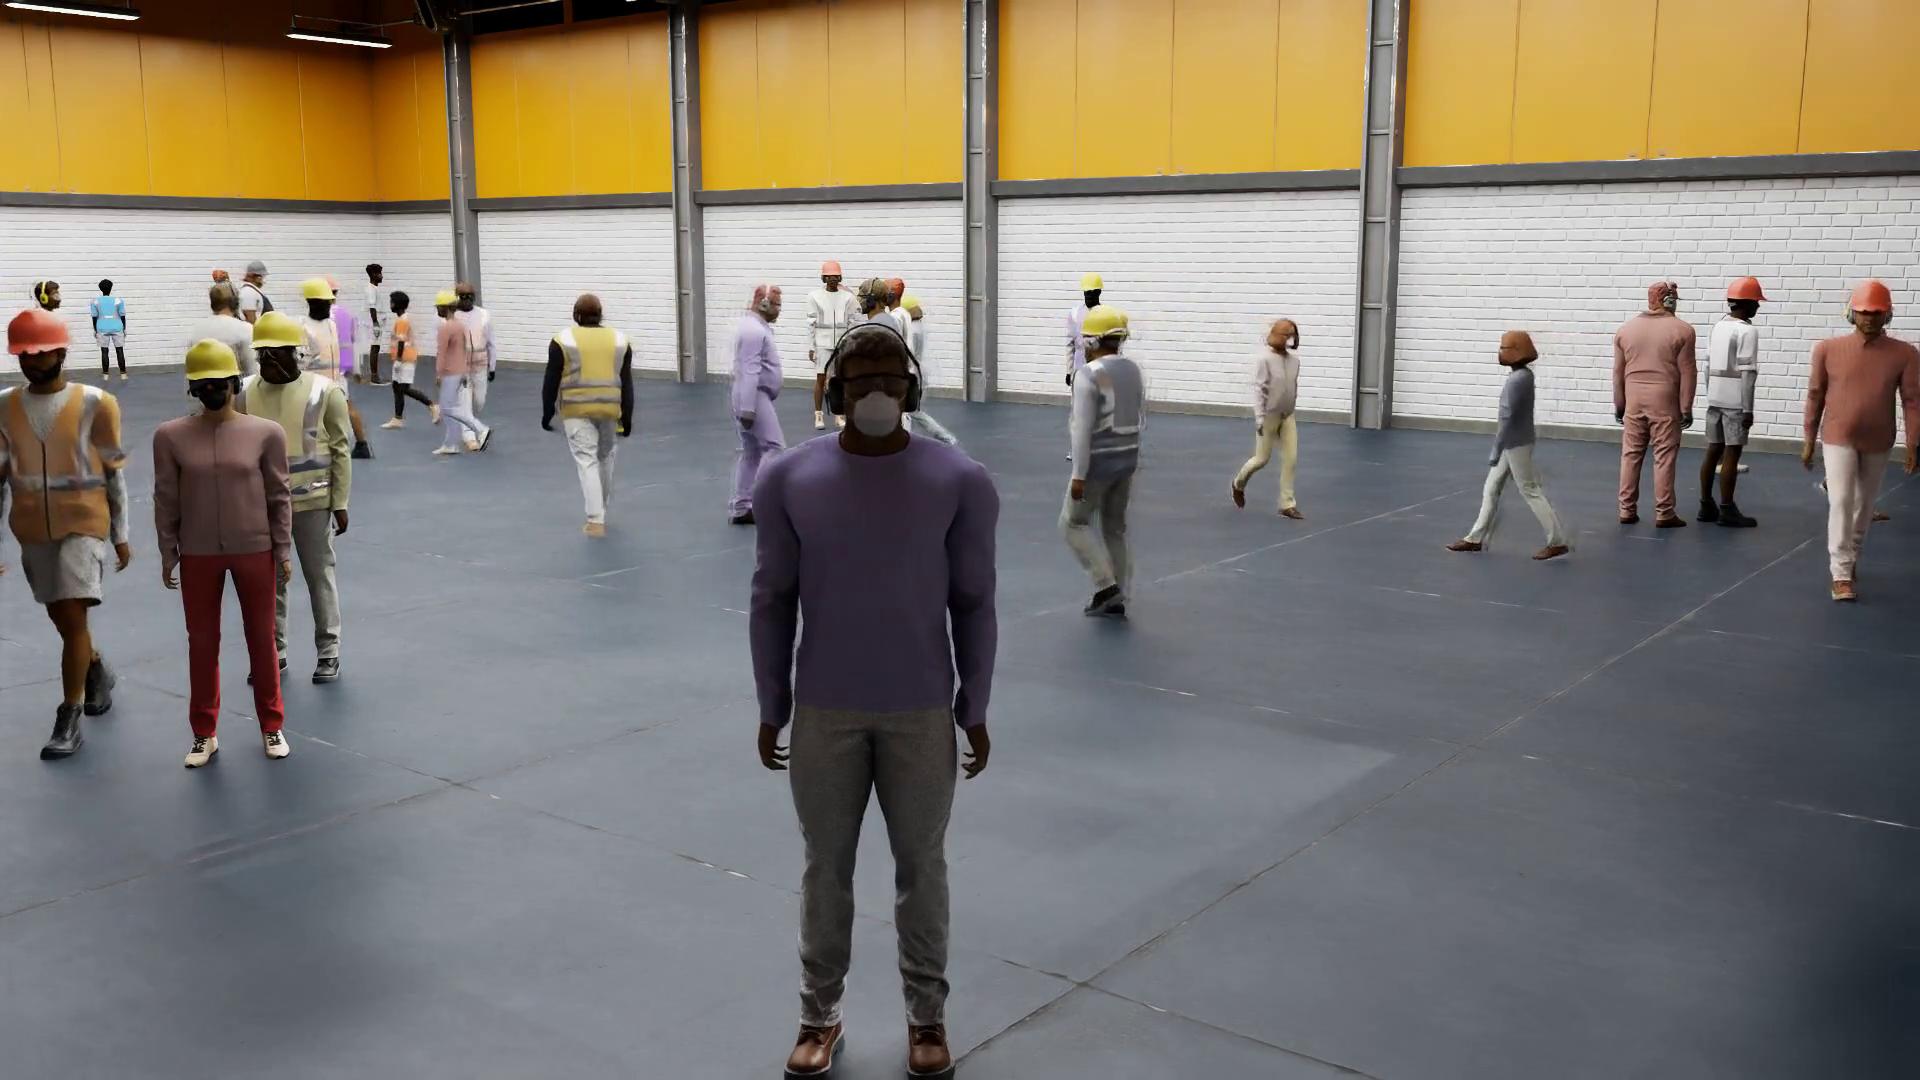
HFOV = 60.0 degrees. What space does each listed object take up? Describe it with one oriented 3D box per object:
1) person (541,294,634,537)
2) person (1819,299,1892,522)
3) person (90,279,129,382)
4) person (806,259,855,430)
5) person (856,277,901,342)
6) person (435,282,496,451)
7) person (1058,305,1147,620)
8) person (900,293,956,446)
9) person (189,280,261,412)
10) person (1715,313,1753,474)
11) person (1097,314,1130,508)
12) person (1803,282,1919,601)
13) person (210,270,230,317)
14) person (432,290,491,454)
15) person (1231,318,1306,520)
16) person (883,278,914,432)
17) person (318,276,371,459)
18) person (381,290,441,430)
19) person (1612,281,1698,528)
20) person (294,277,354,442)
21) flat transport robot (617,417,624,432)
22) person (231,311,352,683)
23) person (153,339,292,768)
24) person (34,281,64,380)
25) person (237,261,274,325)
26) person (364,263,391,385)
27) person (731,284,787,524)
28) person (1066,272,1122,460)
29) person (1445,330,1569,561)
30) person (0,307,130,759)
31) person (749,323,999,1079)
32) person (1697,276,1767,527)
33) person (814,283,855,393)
[{"bbox_3d":[-2.862,-0.960,12.703,0.648,1.799,0.927,-6,11,-32],"label":"person"},{"bbox_3d":[7.132,-1.060,13.143,0.541,1.837,0.474,-8,13,-40],"label":"person"},{"bbox_3d":[-14.133,-3.477,27.647,0.532,1.697,0.319,-5,11,-25],"label":"person"},{"bbox_3d":[-1.545,-2.353,20.092,0.605,2.045,0.380,-4,10,-20],"label":"person"},{"bbox_3d":[-0.631,-0.994,12.487,0.372,1.940,0.632,2,10,12],"label":"person"},{"bbox_3d":[-5.392,-1.902,18.149,0.636,1.813,0.805,-6,12,-33],"label":"person"},{"bbox_3d":[0.823,-0.431,9.561,0.418,1.816,0.616,9,13,43],"label":"person"},{"bbox_3d":[-0.379,-1.645,16.900,0.626,1.719,0.496,0,10,1],"label":"person"},{"bbox_3d":[-5.553,-0.989,12.538,0.635,1.920,0.833,5,11,28],"label":"person"},{"bbox_3d":[7.474,-1.551,16.046,0.501,1.839,0.342,-8,13,-39],"label":"person"},{"bbox_3d":[1.244,-1.051,13.718,0.377,1.624,0.539,2,10,10],"label":"person"},{"bbox_3d":[5.632,-0.635,10.399,0.633,1.947,1.018,4,10,20],"label":"person"},{"bbox_3d":[-10.856,-3.030,24.499,0.338,1.882,0.583,-4,10,-21],"label":"person"},{"bbox_3d":[-5.274,-1.743,17.424,0.618,1.743,0.531,1,10,4],"label":"person"},{"bbox_3d":[2.504,-0.987,13.409,0.502,1.609,0.688,-6,11,-30],"label":"person"},{"bbox_3d":[-0.614,-1.565,15.969,0.339,1.882,0.584,1,10,8],"label":"person"},{"bbox_3d":[-6.571,-1.777,17.212,1.014,1.879,0.565,2,10,9],"label":"person"},{"bbox_3d":[-6.642,-2.163,20.030,0.675,1.678,0.536,-4,10,-21],"label":"person"},{"bbox_3d":[5.400,-1.049,12.917,0.401,1.905,0.642,-8,13,-40],"label":"person"},{"bbox_3d":[-5.493,-1.292,14.299,0.438,1.912,0.595,3,10,17],"label":"person"},{"bbox_3d":[-4.373,-1.437,19.911,0.652,0.197,1.431,-2,10,-14],"label":"flat transport robot"},{"bbox_3d":[-3.305,-0.201,8.182,0.599,1.832,0.404,0,10,-1],"label":"person"},{"bbox_3d":[-3.037,0.054,6.890,0.525,1.769,0.313,-4,10,-20],"label":"person"},{"bbox_3d":[-9.048,-1.679,16.771,0.884,1.831,0.542,-3,10,-14],"label":"person"},{"bbox_3d":[-10.061,-2.991,23.818,0.543,2.000,0.691,-3,10,-19],"label":"person"},{"bbox_3d":[-9.444,-3.483,26.895,0.366,1.967,0.602,-3,10,-18],"label":"person"},{"bbox_3d":[-1.561,-1.041,12.961,0.543,1.872,0.683,-2,10,-11],"label":"person"},{"bbox_3d":[1.351,-1.760,16.982,0.594,1.924,0.382,4,11,24],"label":"person"},{"bbox_3d":[3.860,-0.651,11.518,0.846,1.594,0.513,5,11,25],"label":"person"},{"bbox_3d":[-3.935,-0.073,7.277,0.559,1.897,0.982,-2,10,-10],"label":"person"},{"bbox_3d":[-0.219,0.429,4.218,0.639,1.941,0.375,0,10,1],"label":"person"},{"bbox_3d":[6.025,-1.074,12.958,0.379,1.938,0.547,-1,10,-8],"label":"person"},{"bbox_3d":[-1.908,-3.151,25.165,0.637,1.901,0.403,-4,10,-21],"label":"person"}]
